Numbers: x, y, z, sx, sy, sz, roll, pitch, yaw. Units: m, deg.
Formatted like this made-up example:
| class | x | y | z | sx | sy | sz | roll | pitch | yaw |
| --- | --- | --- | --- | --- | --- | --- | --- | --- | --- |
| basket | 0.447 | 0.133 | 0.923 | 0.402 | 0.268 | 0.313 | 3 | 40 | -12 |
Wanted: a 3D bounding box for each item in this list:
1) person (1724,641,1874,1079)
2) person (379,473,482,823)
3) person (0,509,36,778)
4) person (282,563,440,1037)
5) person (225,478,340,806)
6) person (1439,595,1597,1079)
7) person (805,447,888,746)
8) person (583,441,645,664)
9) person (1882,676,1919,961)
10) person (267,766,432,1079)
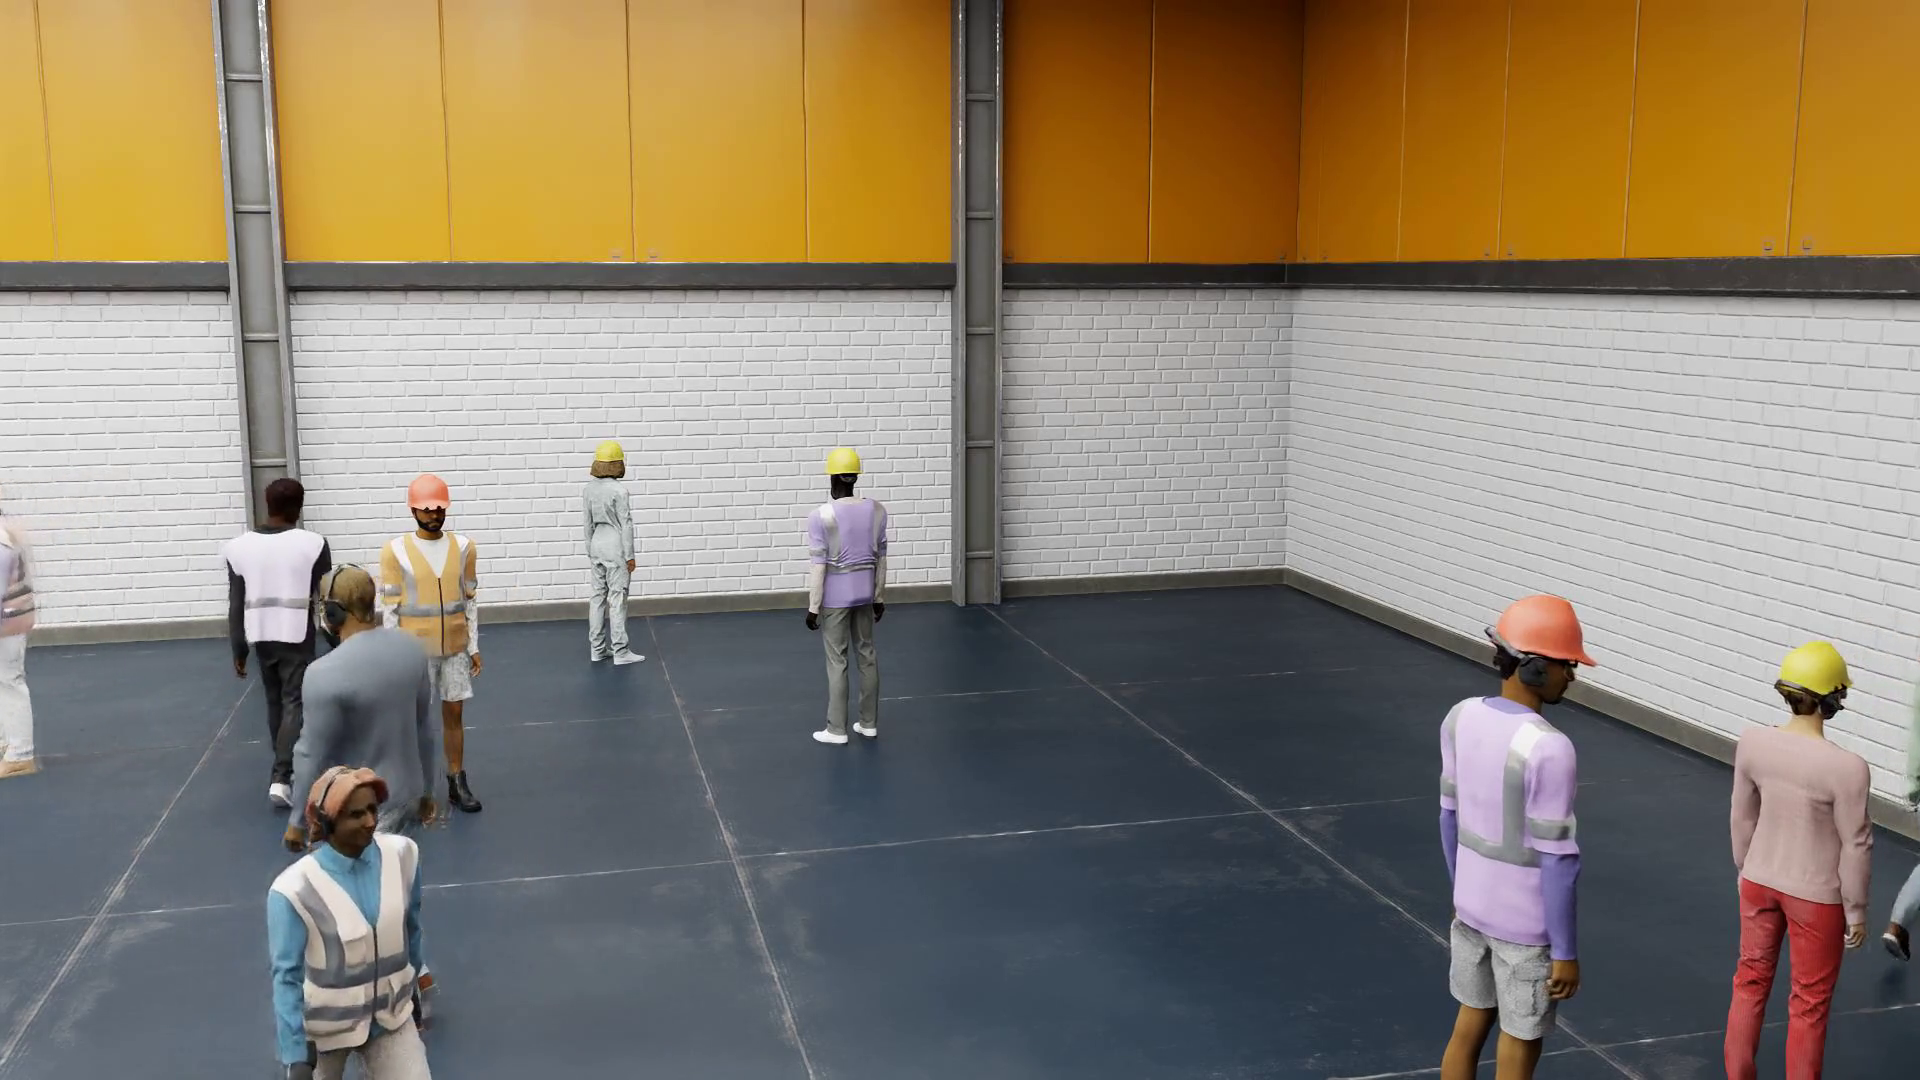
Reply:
| class | x | y | z | sx | sy | sz | roll | pitch | yaw |
| --- | --- | --- | --- | --- | --- | --- | --- | --- | --- |
| person | 2.945 | 1.225 | 5.842 | 0.308 | 1.772 | 0.525 | -5 | 10 | -27 |
| person | -2.925 | 0.591 | 9.271 | 0.544 | 1.939 | 0.354 | -7 | 12 | -38 |
| person | -5.802 | 0.535 | 9.957 | 0.481 | 1.827 | 0.658 | -5 | 11 | -31 |
| person | -2.336 | 1.043 | 6.539 | 0.476 | 1.917 | 0.626 | 2 | 9 | 12 |
| person | -3.921 | 0.584 | 9.628 | 0.591 | 1.853 | 0.955 | 0 | 9 | -1 |
| person | 1.770 | 1.181 | 5.291 | 0.393 | 2.036 | 0.605 | -3 | 9 | -16 |
| person | -0.740 | 0.362 | 10.735 | 0.594 | 1.926 | 0.367 | -7 | 12 | -38 |
| person | -2.710 | 0.096 | 12.966 | 0.493 | 1.743 | 0.295 | 6 | 11 | 34 |
| person | 4.273 | 1.100 | 7.073 | 0.427 | 1.625 | 0.524 | -3 | 9 | -16 |
| person | -1.760 | 1.454 | 4.928 | 0.871 | 1.588 | 0.541 | 7 | 12 | 38 |
